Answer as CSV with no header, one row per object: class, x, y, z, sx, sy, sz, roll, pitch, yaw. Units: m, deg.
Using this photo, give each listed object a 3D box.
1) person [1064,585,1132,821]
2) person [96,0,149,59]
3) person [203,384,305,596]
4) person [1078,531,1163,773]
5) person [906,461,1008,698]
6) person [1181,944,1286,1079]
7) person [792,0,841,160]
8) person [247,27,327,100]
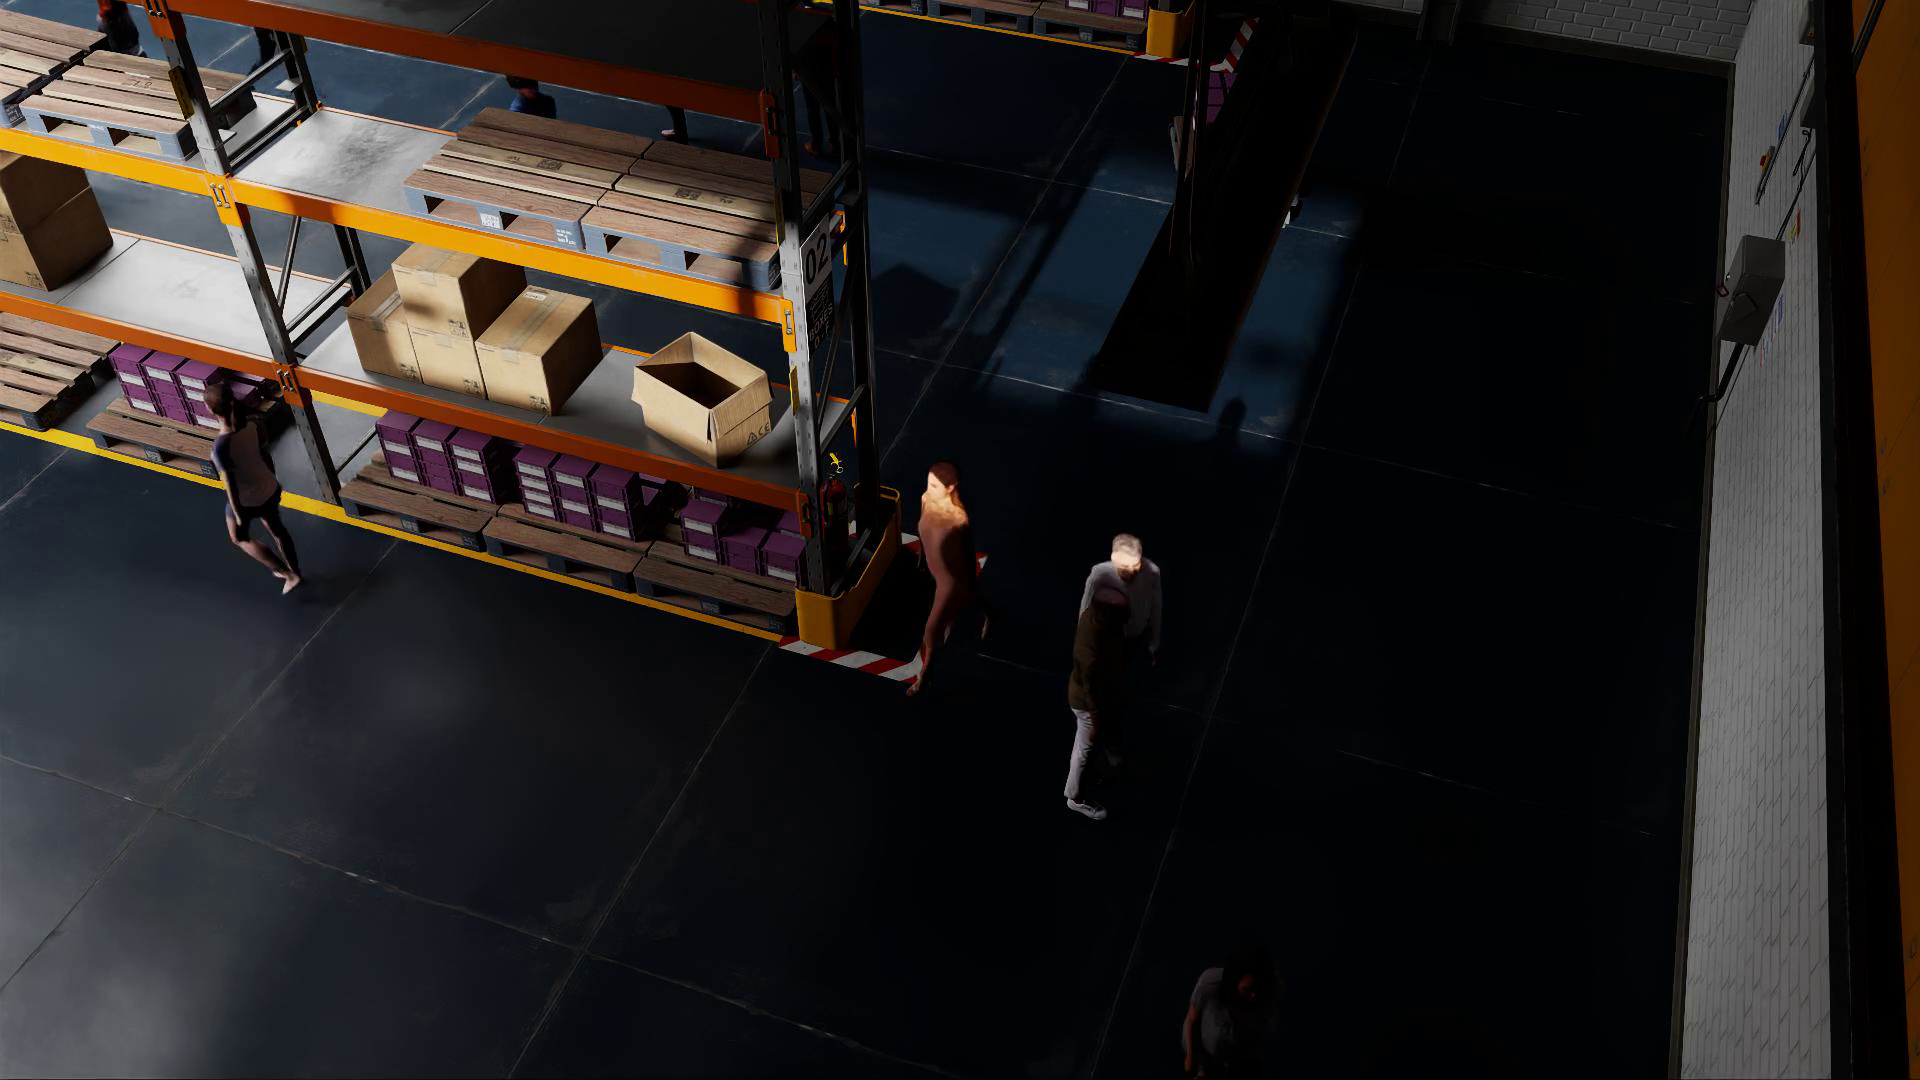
person,0.807,0.930,9.885,0.623,1.825,0.764,7,44,7
person,-7.750,-4.441,15.557,0.557,1.779,0.615,6,44,6
person,-4.700,-0.285,11.214,0.664,1.752,0.597,17,46,17
person,0.966,0.537,10.327,1.103,1.784,1.124,-12,45,-12
person,-0.001,0.165,10.716,1.036,1.788,1.151,-30,51,-28
person,1.356,2.454,8.473,1.051,1.567,0.861,3,44,3
person,-1.331,-4.385,15.536,0.694,1.727,0.766,-16,46,-16
person,-6.843,-5.017,16.274,1.130,1.625,0.849,-1,44,-1
